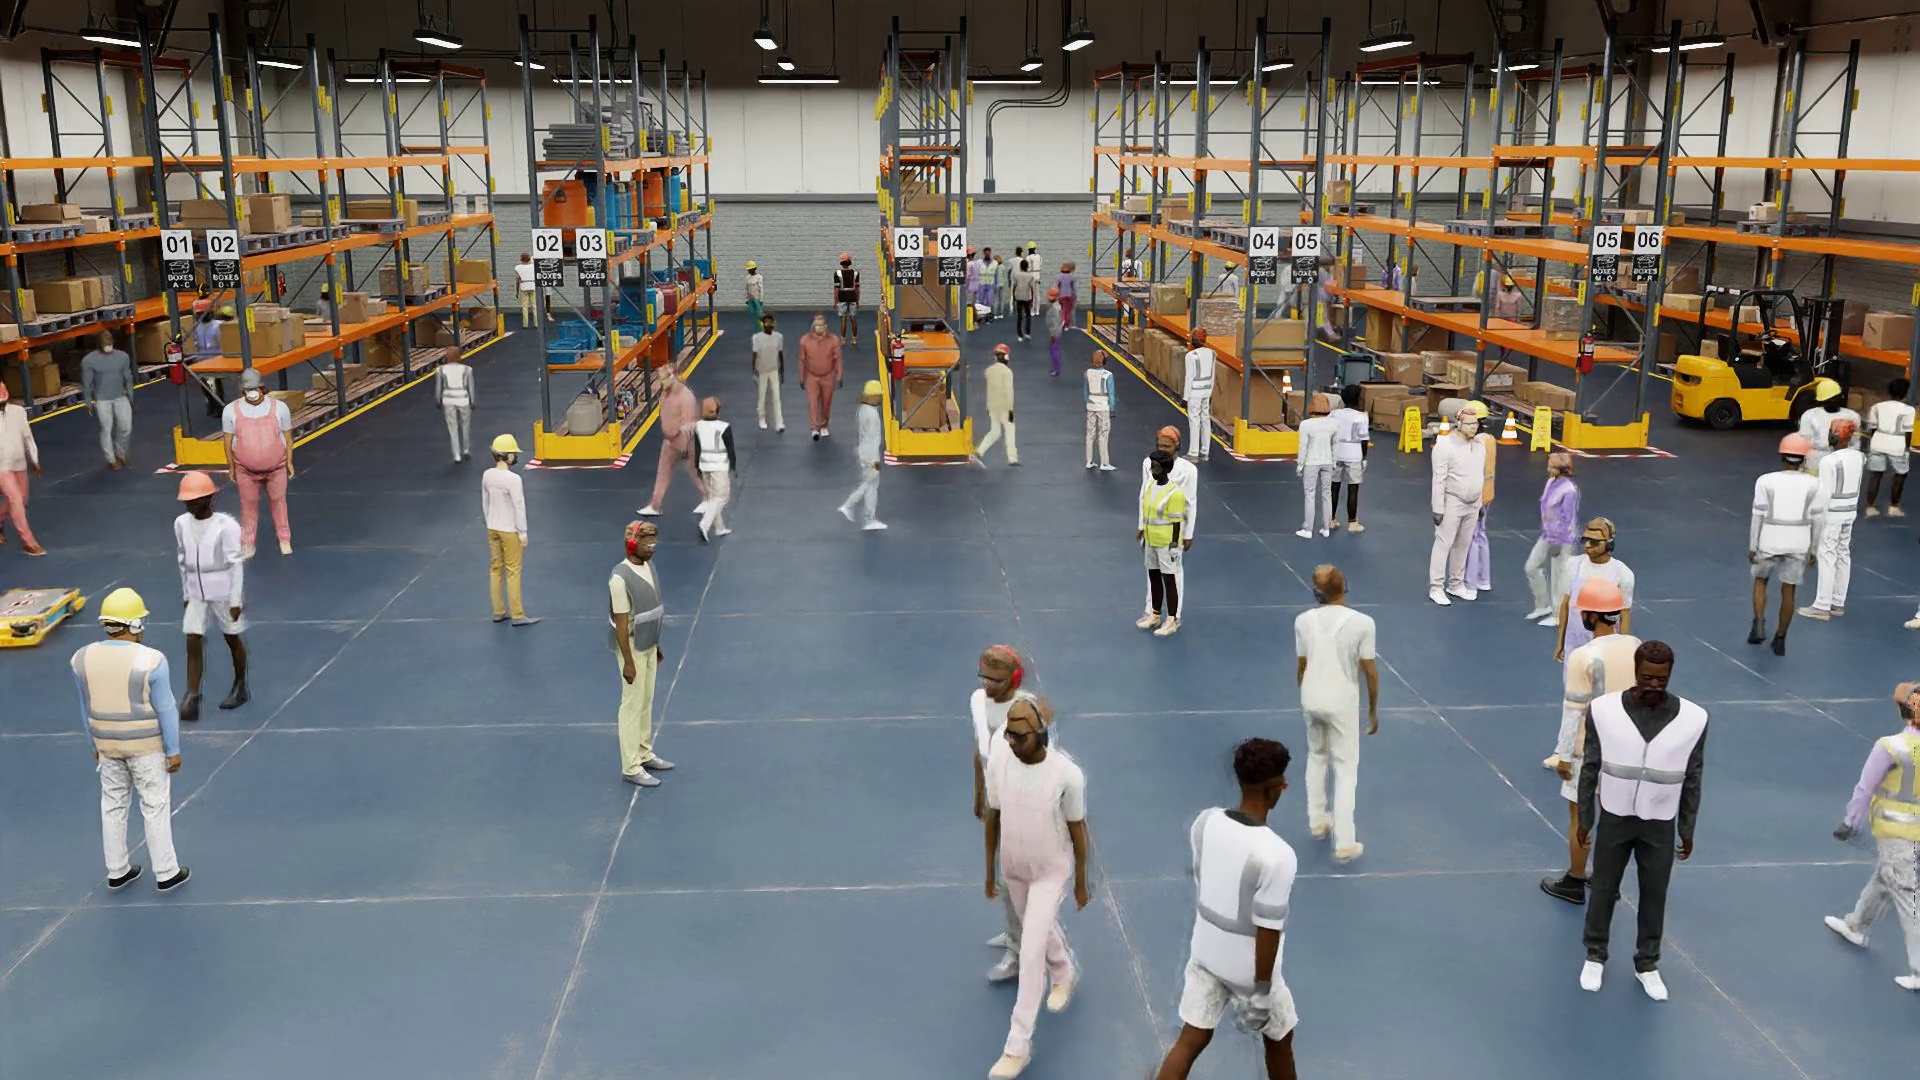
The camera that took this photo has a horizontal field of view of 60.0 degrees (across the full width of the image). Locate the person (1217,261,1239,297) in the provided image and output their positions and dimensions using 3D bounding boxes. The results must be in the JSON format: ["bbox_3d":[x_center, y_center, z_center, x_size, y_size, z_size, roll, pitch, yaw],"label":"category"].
[{"bbox_3d":[6.202,-5.563,38.425,0.533,1.766,0.318,10,16,36],"label":"person"}]

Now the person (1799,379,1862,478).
[{"bbox_3d":[9.411,-0.808,18.043,0.672,1.892,0.593,3,14,11],"label":"person"}]

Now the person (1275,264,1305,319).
[{"bbox_3d":[8.086,-6.137,40.665,0.973,1.866,0.654,-1,13,-3],"label":"person"}]

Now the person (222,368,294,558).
[{"bbox_3d":[-7.469,-0.824,17.760,0.689,2.000,0.537,-6,14,-23],"label":"person"}]

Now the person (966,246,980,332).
[{"bbox_3d":[0.246,-5.978,39.613,0.398,2.034,0.616,6,14,22],"label":"person"}]

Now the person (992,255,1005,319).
[{"bbox_3d":[0.951,-6.485,42.633,0.501,1.626,0.291,-12,18,-41],"label":"person"}]

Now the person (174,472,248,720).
[{"bbox_3d":[-5.772,0.444,12.667,0.570,1.905,0.875,2,13,8],"label":"person"}]

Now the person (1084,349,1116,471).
[{"bbox_3d":[1.892,-1.760,22.573,0.514,1.645,0.307,12,18,42],"label":"person"}]

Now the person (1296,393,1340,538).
[{"bbox_3d":[4.009,-0.833,18.671,0.500,1.633,0.280,-4,14,-15],"label":"person"}]

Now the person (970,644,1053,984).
[{"bbox_3d":[0.267,1.415,8.770,0.650,1.811,0.666,-10,16,-35],"label":"person"}]

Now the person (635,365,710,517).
[{"bbox_3d":[-3.362,-1.180,19.739,1.035,1.830,0.713,-12,18,-40],"label":"person"}]

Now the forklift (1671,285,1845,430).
[{"bbox_3d":[12.503,-2.886,26.166,2.313,2.155,1.214,-1,13,-3],"label":"forklift"}]

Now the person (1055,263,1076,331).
[{"bbox_3d":[2.524,-5.826,39.849,0.511,1.619,0.353,-1,13,-3],"label":"person"}]

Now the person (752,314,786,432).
[{"bbox_3d":[-2.946,-2.584,25.689,0.581,1.817,0.981,-5,14,-19],"label":"person"}]

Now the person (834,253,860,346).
[{"bbox_3d":[-2.508,-5.304,36.730,0.605,2.045,0.377,-6,14,-23],"label":"person"}]

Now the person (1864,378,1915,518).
[{"bbox_3d":[10.988,-1.077,19.601,0.534,1.670,0.562,-8,15,-30],"label":"person"}]

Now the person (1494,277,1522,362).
[{"bbox_3d":[11.239,-4.543,34.137,0.531,1.750,0.581,6,14,23],"label":"person"}]

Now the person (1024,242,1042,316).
[{"bbox_3d":[1.883,-6.794,43.293,0.367,1.927,0.585,12,18,40],"label":"person"}]

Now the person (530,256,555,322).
[{"bbox_3d":[-10.445,-6.484,41.738,0.608,2.042,0.375,-10,16,-35],"label":"person"}]

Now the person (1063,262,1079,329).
[{"bbox_3d":[2.598,-5.876,40.064,0.546,1.622,0.527,-8,15,-29],"label":"person"}]

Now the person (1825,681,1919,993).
[{"bbox_3d":[4.953,1.527,8.753,0.521,1.595,0.860,-4,14,-18],"label":"person"}]

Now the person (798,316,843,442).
[{"bbox_3d":[-2.086,-2.420,24.920,0.656,1.849,1.023,-2,13,-7],"label":"person"}]

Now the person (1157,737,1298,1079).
[{"bbox_3d":[1.180,1.763,7.104,1.040,1.909,0.609,-9,16,-33],"label":"person"}]

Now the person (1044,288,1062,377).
[{"bbox_3d":[1.768,-3.987,31.878,0.327,1.717,0.666,-2,13,-9],"label":"person"}]

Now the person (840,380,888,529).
[{"bbox_3d":[-1.065,-0.967,19.039,0.467,1.734,0.496,-4,14,-16],"label":"person"}]

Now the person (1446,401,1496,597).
[{"bbox_3d":[5.009,-0.409,16.284,0.412,1.914,0.592,10,17,37],"label":"person"}]

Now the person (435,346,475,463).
[{"bbox_3d":[-7.066,-1.913,23.315,0.533,1.587,0.868,-4,14,-16],"label":"person"}]

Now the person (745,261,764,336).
[{"bbox_3d":[-4.764,-5.569,38.479,0.528,1.759,0.342,9,16,35],"label":"person"}]

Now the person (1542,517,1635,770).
[{"bbox_3d":[4.371,0.743,11.539,0.344,1.846,0.506,-11,17,-40],"label":"person"}]

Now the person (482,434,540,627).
[{"bbox_3d":[-4.147,-0.091,15.248,0.526,1.765,0.329,10,17,36],"label":"person"}]

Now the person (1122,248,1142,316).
[{"bbox_3d":[4.220,-6.284,41.218,0.573,1.887,0.354,-3,14,-11],"label":"person"}]
